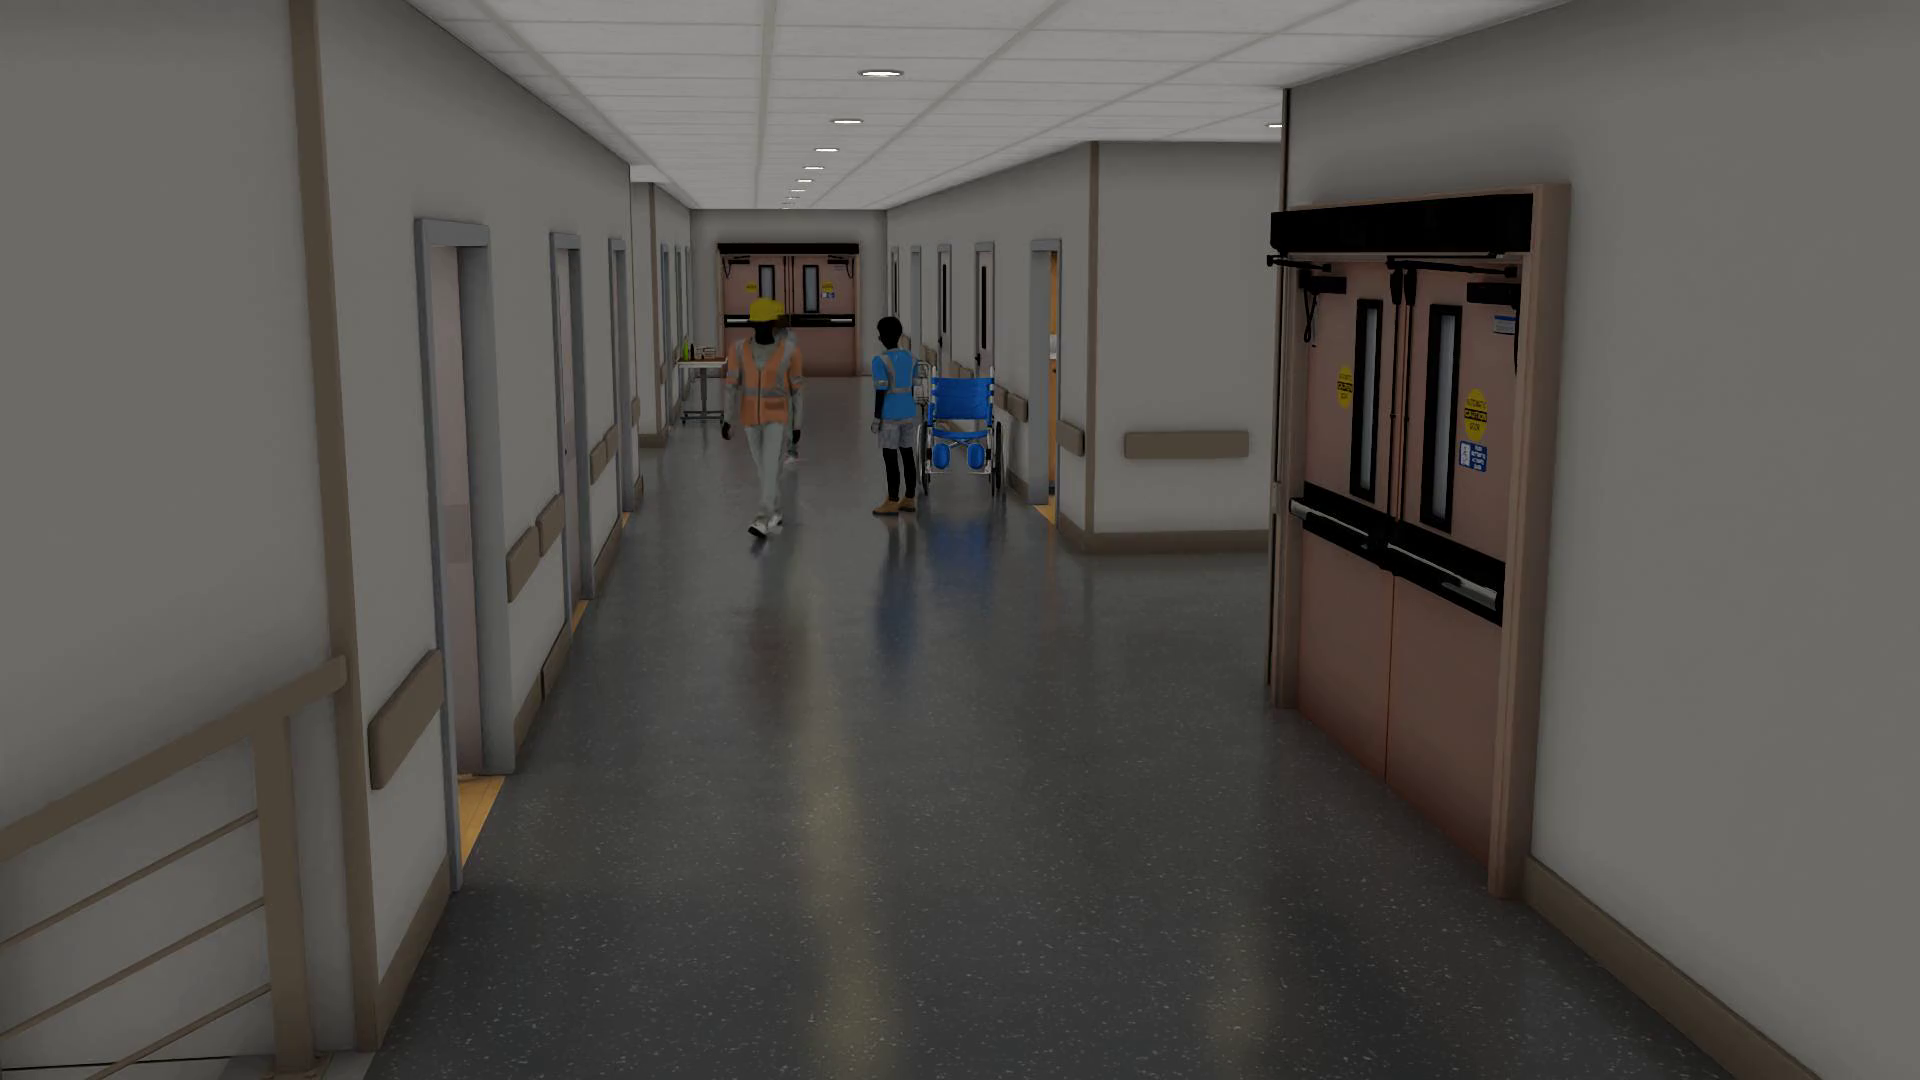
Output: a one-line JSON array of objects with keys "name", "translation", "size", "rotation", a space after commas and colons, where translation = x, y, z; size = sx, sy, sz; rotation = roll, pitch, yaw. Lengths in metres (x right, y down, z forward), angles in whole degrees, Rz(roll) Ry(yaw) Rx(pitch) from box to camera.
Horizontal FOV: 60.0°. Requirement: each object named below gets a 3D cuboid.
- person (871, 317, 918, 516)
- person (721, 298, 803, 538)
[{"name": "person", "translation": [-0.561, -1.051, 14.164], "size": [0.322, 1.692, 0.534], "rotation": [7, 12, 37]}, {"name": "person", "translation": [-1.556, -0.970, 13.176], "size": [0.587, 1.871, 1.009], "rotation": [2, 10, 11]}]
